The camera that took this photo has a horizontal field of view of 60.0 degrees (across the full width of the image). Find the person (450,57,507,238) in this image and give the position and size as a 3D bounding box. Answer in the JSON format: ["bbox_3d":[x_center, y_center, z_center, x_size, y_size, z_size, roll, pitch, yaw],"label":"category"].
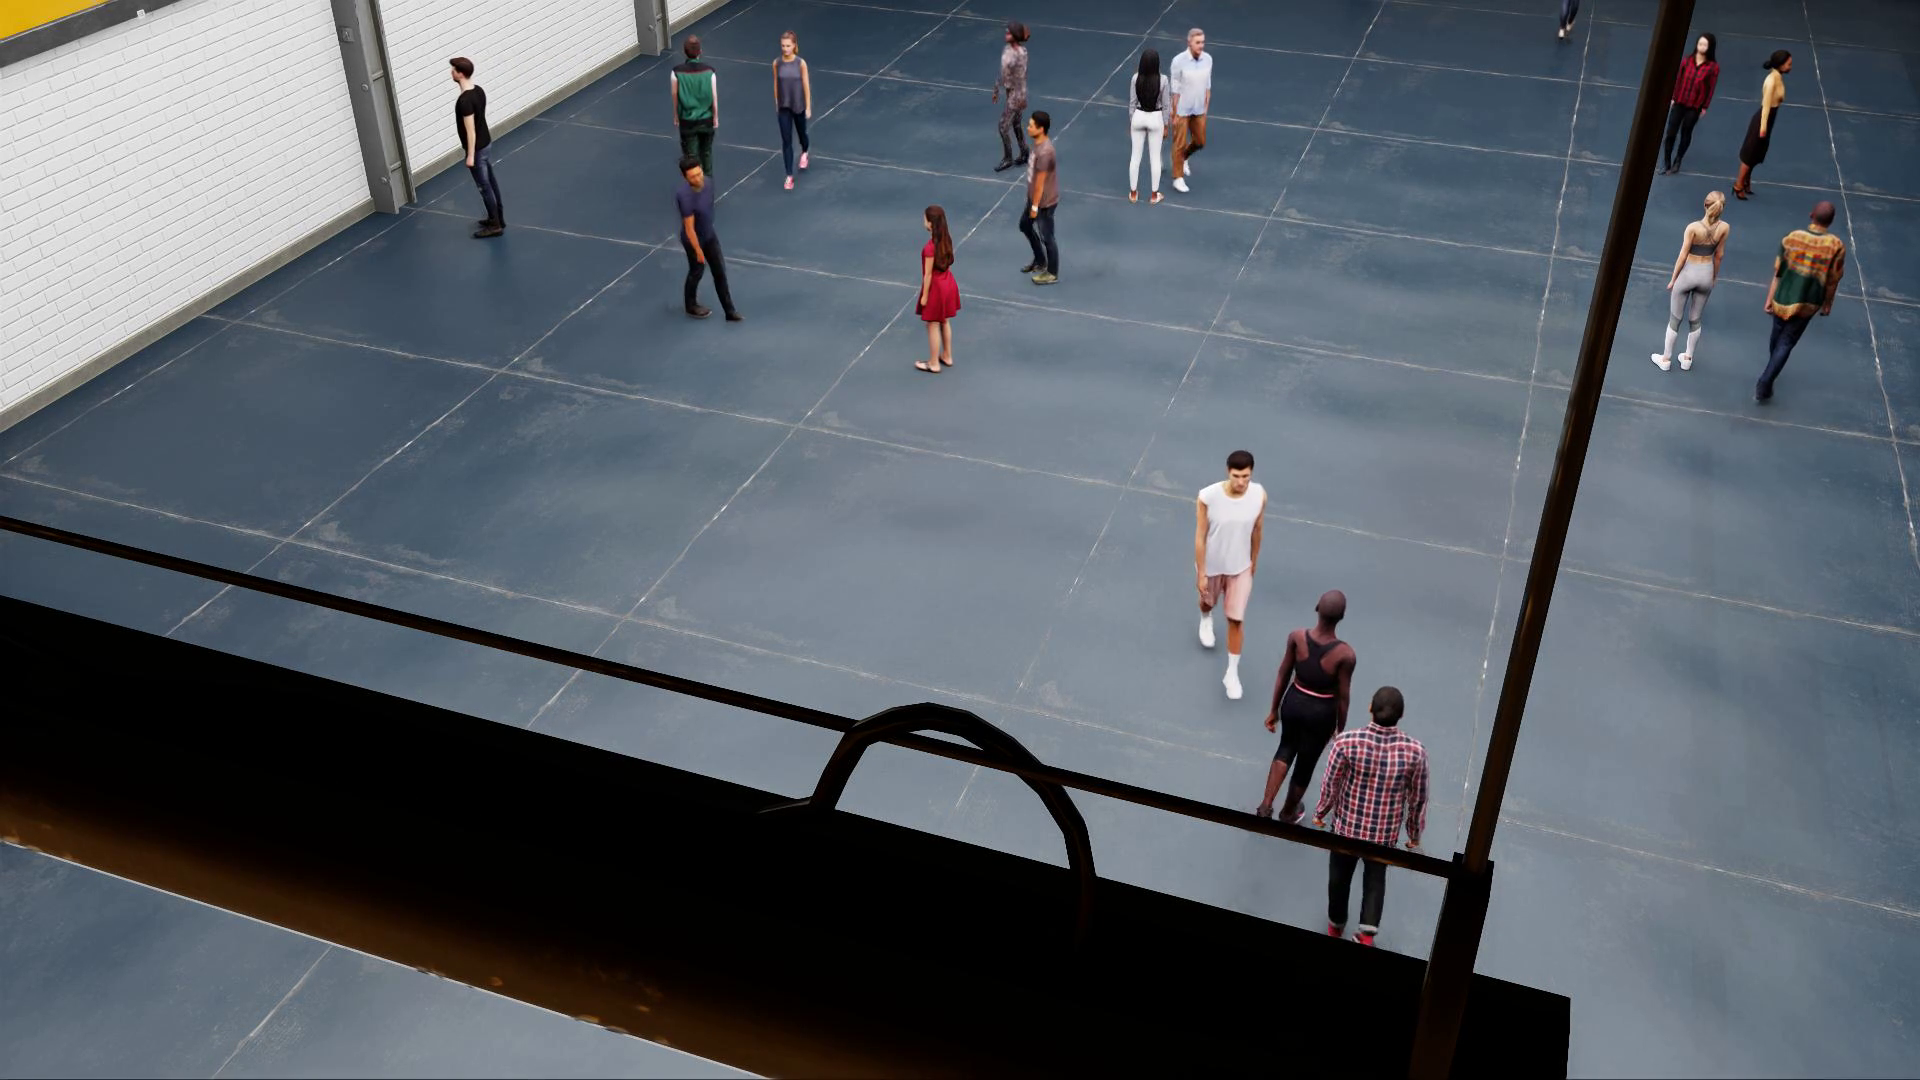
[{"bbox_3d":[-5.066,-4.133,17.491,0.790,1.896,0.621,1,34,1],"label":"person"}]

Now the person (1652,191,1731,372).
[{"bbox_3d":[6.599,-2.331,14.953,0.640,1.703,0.640,0,34,0],"label":"person"}]

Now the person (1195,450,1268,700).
[{"bbox_3d":[1.771,0.112,11.245,0.849,1.739,1.227,1,34,1],"label":"person"}]

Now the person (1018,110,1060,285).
[{"bbox_3d":[0.912,-3.381,16.478,0.824,1.764,0.729,-6,34,-9],"label":"person"}]

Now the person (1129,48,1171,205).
[{"bbox_3d":[2.065,-4.559,18.286,0.600,1.724,0.527,9,35,14],"label":"person"}]

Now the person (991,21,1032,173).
[{"bbox_3d":[0.703,-5.128,19.168,0.874,1.696,0.816,-14,36,-20],"label":"person"}]

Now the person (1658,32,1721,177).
[{"bbox_3d":[8.367,-5.009,19.039,0.681,1.641,0.748,20,38,27],"label":"person"}]

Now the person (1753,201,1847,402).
[{"bbox_3d":[7.240,-2.022,14.441,0.938,1.755,1.253,23,40,31],"label":"person"}]

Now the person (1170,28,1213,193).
[{"bbox_3d":[2.521,-4.857,18.655,0.920,1.814,0.982,-13,36,-19],"label":"person"}]

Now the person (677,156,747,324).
[{"bbox_3d":[-2.495,-2.853,15.720,0.895,1.724,0.958,13,36,18],"label":"person"}]

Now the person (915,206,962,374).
[{"bbox_3d":[-0.192,-2.266,14.994,0.667,1.551,0.593,18,38,25],"label":"person"}]

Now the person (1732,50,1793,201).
[{"bbox_3d":[8.871,-4.596,18.405,0.699,1.654,0.546,21,39,28],"label":"person"}]

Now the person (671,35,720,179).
[{"bbox_3d":[-2.897,-4.594,18.248,0.978,1.825,1.100,-8,34,-11],"label":"person"}]

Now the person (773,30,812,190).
[{"bbox_3d":[-1.872,-4.911,18.853,0.800,1.683,1.216,3,34,4],"label":"person"}]

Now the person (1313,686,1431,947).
[{"bbox_3d":[2.204,1.583,9.026,0.819,1.746,0.820,4,34,6],"label":"person"}]

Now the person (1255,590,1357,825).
[{"bbox_3d":[2.019,1.091,9.769,0.712,1.742,0.802,20,39,28],"label":"person"}]
